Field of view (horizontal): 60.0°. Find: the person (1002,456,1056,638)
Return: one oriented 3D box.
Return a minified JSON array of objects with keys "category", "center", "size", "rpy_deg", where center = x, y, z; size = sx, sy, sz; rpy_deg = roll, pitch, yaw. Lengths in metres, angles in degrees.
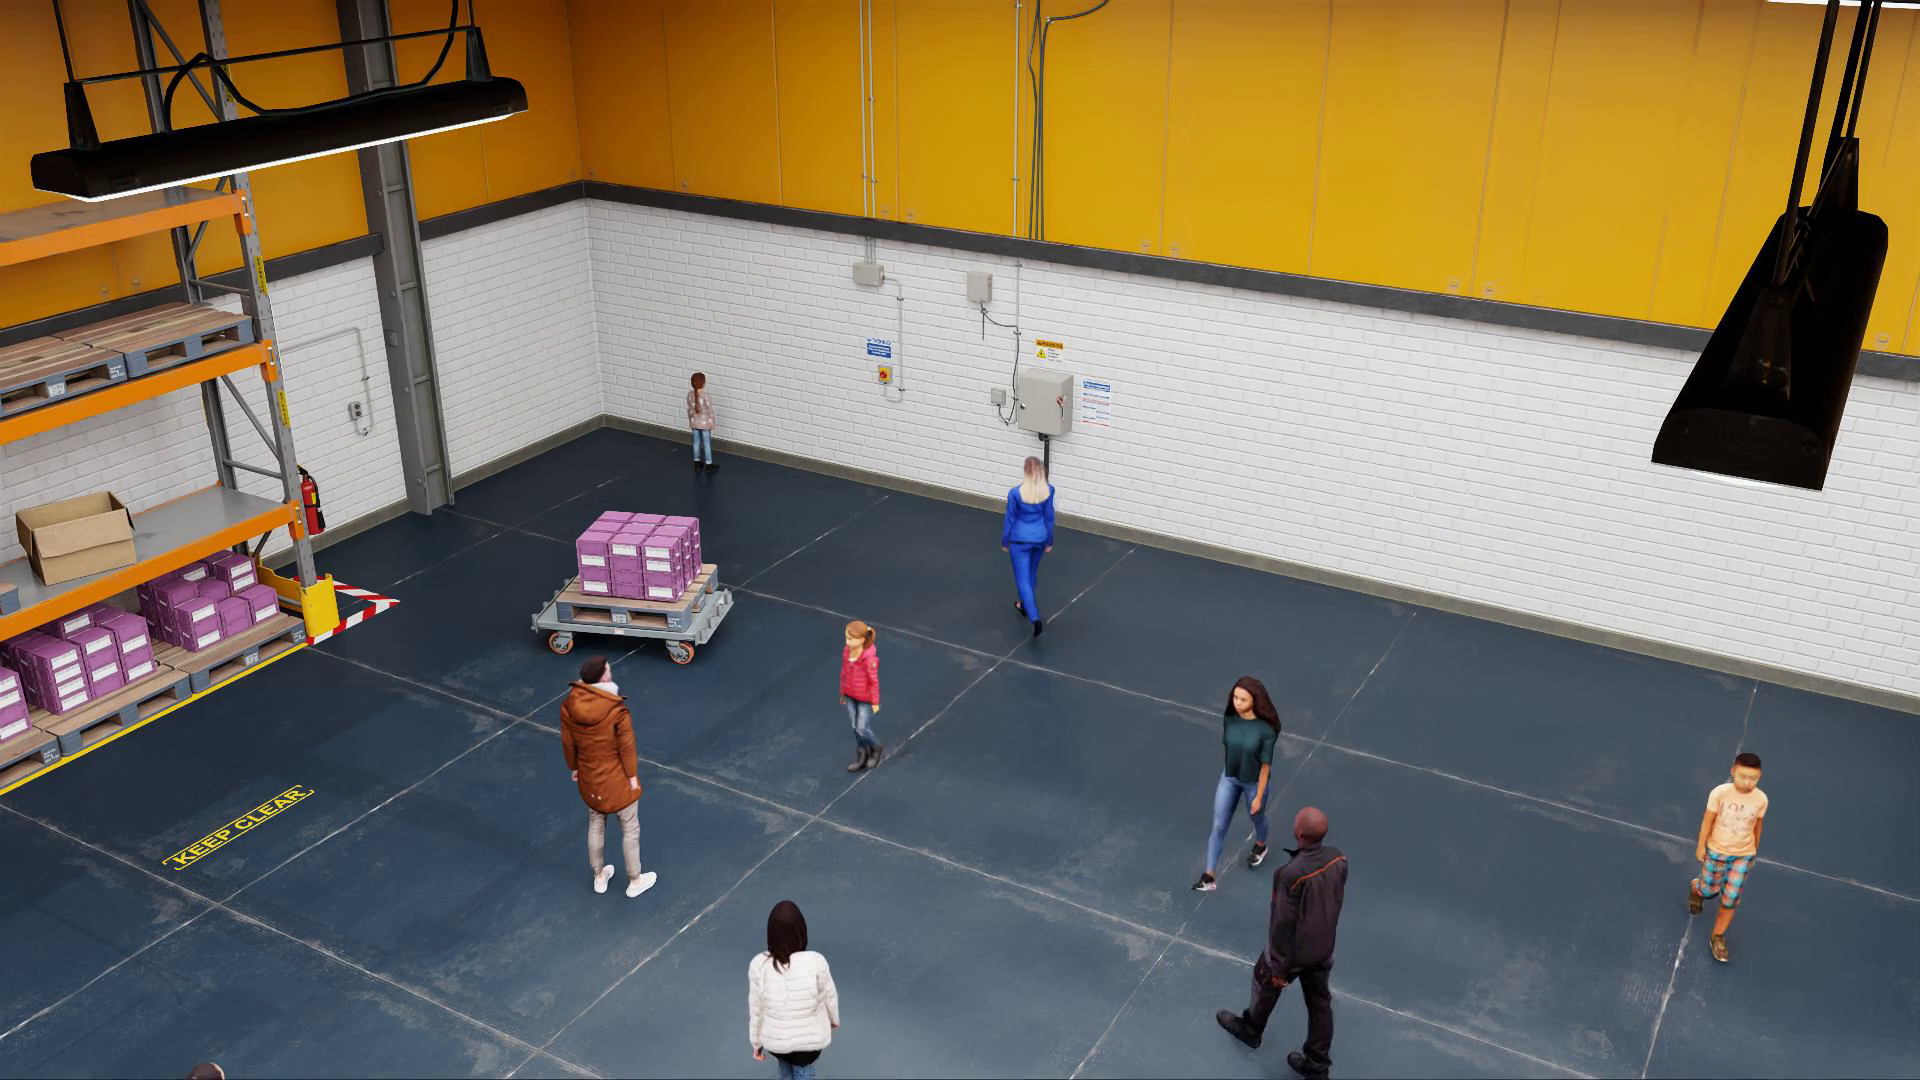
[{"category":"person","center":[0.657,0.078,15.217],"size":[1.103,1.670,1.139],"rpy_deg":[-8,25,-17]}]

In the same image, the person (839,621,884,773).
[{"category":"person","center":[-0.733,1.216,13.066],"size":[0.575,1.308,0.595],"rpy_deg":[20,30,38]}]

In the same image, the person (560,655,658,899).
[{"category":"person","center":[-2.435,1.629,11.459],"size":[0.753,1.838,0.742],"rpy_deg":[8,25,18]}]

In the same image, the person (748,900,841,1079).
[{"category":"person","center":[-0.917,2.773,9.139],"size":[0.895,1.599,1.139],"rpy_deg":[3,24,6]}]

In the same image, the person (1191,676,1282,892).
[{"category":"person","center":[2.056,1.680,11.678],"size":[0.667,1.569,1.114],"rpy_deg":[17,29,33]}]

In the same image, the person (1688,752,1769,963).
[{"category":"person","center":[5.087,2.032,11.027],"size":[0.677,1.445,0.900],"rpy_deg":[5,24,11]}]

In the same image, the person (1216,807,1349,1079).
[{"category":"person","center":[2.066,2.419,9.696],"size":[1.110,1.803,1.079],"rpy_deg":[-14,27,-29]}]

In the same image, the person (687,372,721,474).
[{"category":"person","center":[-2.974,-1.353,19.084],"size":[0.506,1.194,0.504],"rpy_deg":[9,25,19]}]
